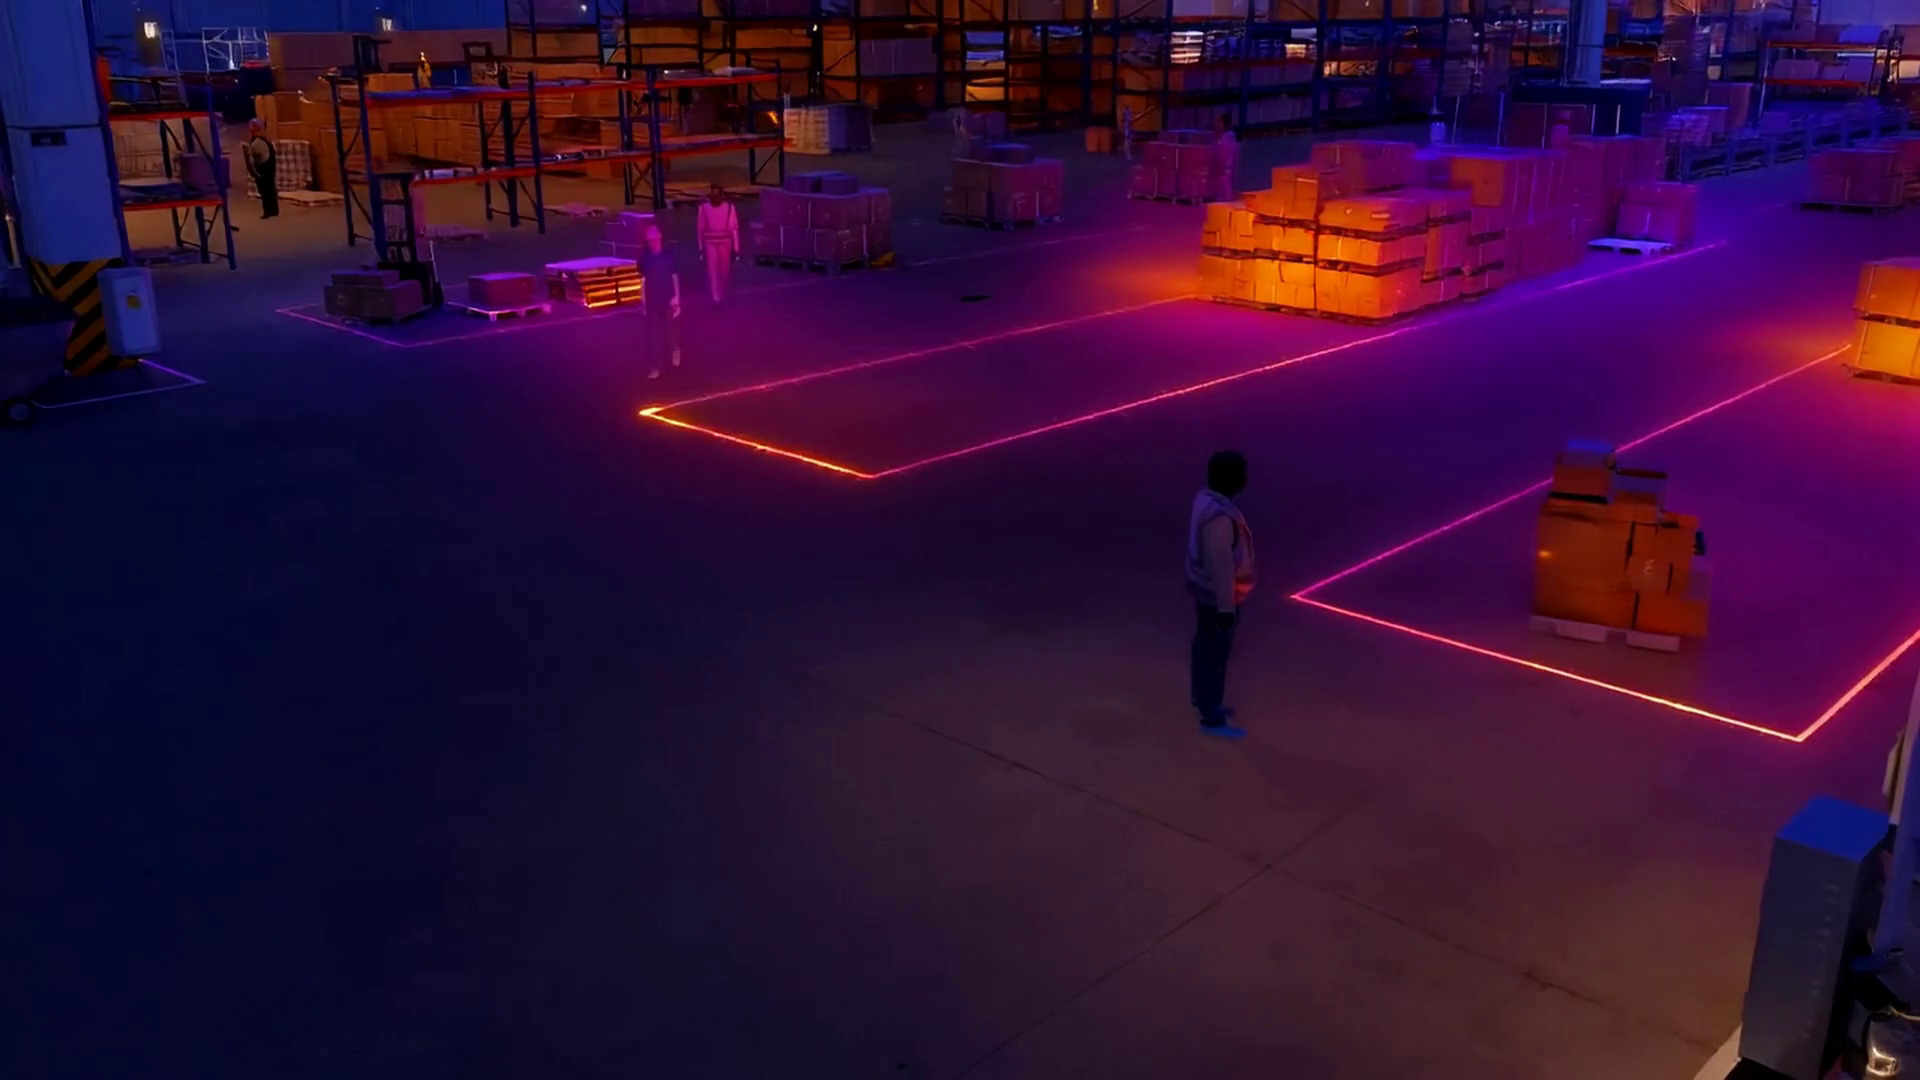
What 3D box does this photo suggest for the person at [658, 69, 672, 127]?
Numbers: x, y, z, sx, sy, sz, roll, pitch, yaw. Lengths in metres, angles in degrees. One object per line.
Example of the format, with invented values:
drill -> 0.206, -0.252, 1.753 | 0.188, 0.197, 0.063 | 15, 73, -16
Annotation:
person -> -10.071, -15.077, 56.727 | 0.589, 1.912, 0.391 | 12, 22, 32

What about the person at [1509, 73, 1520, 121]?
person -> 19.790, -15.805, 59.345 | 0.277, 1.635, 0.505 | 8, 20, 23

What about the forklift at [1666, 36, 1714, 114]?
forklift -> 27.341, -17.291, 61.877 | 1.129, 2.768, 1.873 | 17, 25, 41

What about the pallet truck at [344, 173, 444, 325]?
pallet truck -> -8.209, -4.181, 23.757 | 0.823, 1.965, 1.885 | 3, 19, 9

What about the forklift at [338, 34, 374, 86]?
forklift -> -23.320, -18.344, 65.050 | 1.129, 2.768, 1.873 | 17, 25, 41

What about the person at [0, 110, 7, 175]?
person -> -24.479, -10.227, 42.101 | 0.669, 1.924, 0.636 | 11, 21, 30

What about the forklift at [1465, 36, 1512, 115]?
forklift -> 19.973, -17.201, 61.605 | 1.873, 2.768, 1.129 | 16, 24, 40

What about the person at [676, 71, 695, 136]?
person -> -8.812, -13.989, 53.312 | 0.622, 1.992, 0.397 | 13, 22, 35

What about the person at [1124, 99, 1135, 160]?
person -> 4.653, -11.279, 45.704 | 0.308, 1.641, 0.517 | 3, 19, 8

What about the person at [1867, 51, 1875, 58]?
person -> 38.501, -19.712, 70.552 | 0.386, 1.996, 0.610 | 13, 22, 34

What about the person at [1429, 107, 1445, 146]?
person -> 11.073, -9.043, 38.525 | 0.578, 1.919, 0.568 | 13, 23, 35

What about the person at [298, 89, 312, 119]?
person -> -18.110, -11.531, 46.094 | 1.081, 1.883, 0.644 | 8, 20, 23

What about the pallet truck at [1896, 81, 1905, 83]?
pallet truck -> 34.802, -16.331, 61.455 | 0.653, 1.274, 1.630 | 17, 25, 41

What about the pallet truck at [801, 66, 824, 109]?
pallet truck -> -4.812, -15.182, 56.903 | 0.823, 1.965, 1.885 | -9, 21, -26

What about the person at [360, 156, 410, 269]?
person -> -9.639, -5.470, 27.833 | 1.028, 1.869, 0.621 | -15, 23, -38

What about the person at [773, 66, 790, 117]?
person -> -6.557, -16.345, 60.678 | 0.756, 1.819, 0.654 | -15, 24, -38

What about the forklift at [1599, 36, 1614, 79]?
forklift -> 23.848, -17.460, 62.387 | 1.129, 2.768, 1.873 | 17, 25, 41

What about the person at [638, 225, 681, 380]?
person -> -3.624, -2.924, 20.221 | 0.522, 1.844, 0.800 | 1, 18, 3

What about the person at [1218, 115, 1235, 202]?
person -> 5.692, -8.088, 35.575 | 0.361, 1.965, 0.613 | 6, 19, 16

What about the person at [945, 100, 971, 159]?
person -> -0.026, -11.280, 45.763 | 0.838, 1.600, 0.520 | 1, 18, 3

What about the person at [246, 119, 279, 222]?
person -> -14.106, -7.458, 33.564 | 0.539, 2.000, 0.688 | 0, 18, 1

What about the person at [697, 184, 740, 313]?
person -> -3.516, -4.270, 24.287 | 0.601, 1.830, 0.977 | -3, 19, -10

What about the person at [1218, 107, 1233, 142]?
person -> 6.466, -9.700, 40.750 | 0.534, 1.765, 0.324 | -16, 24, -39

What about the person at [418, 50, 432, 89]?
person -> -23.409, -20.417, 72.771 | 0.551, 1.934, 0.373 | -7, 20, -19

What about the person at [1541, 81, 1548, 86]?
person -> 19.392, -14.483, 55.429 | 0.510, 1.593, 0.833 | 12, 22, 32

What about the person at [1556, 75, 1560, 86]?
person -> 22.401, -16.713, 61.921 | 0.539, 1.739, 0.697 | 14, 23, 35

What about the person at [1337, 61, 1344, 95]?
person -> 16.598, -20.301, 72.795 | 0.318, 1.697, 0.534 | 11, 21, 29

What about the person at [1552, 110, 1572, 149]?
person -> 13.580, -8.753, 37.651 | 0.562, 1.918, 0.427 | -15, 24, -38

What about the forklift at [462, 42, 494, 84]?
forklift -> -15.832, -14.974, 54.895 | 1.873, 2.768, 1.129 | 16, 24, 41

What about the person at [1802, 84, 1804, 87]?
person -> 34.712, -18.811, 68.244 | 0.381, 1.720, 0.587 | -1, 18, -2

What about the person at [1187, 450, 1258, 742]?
person -> 1.632, 0.336, 10.387 | 0.429, 1.846, 0.633 | 0, 18, 0

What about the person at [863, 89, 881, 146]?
person -> -2.686, -12.648, 49.793 | 0.856, 1.646, 0.556 | 11, 22, 31
